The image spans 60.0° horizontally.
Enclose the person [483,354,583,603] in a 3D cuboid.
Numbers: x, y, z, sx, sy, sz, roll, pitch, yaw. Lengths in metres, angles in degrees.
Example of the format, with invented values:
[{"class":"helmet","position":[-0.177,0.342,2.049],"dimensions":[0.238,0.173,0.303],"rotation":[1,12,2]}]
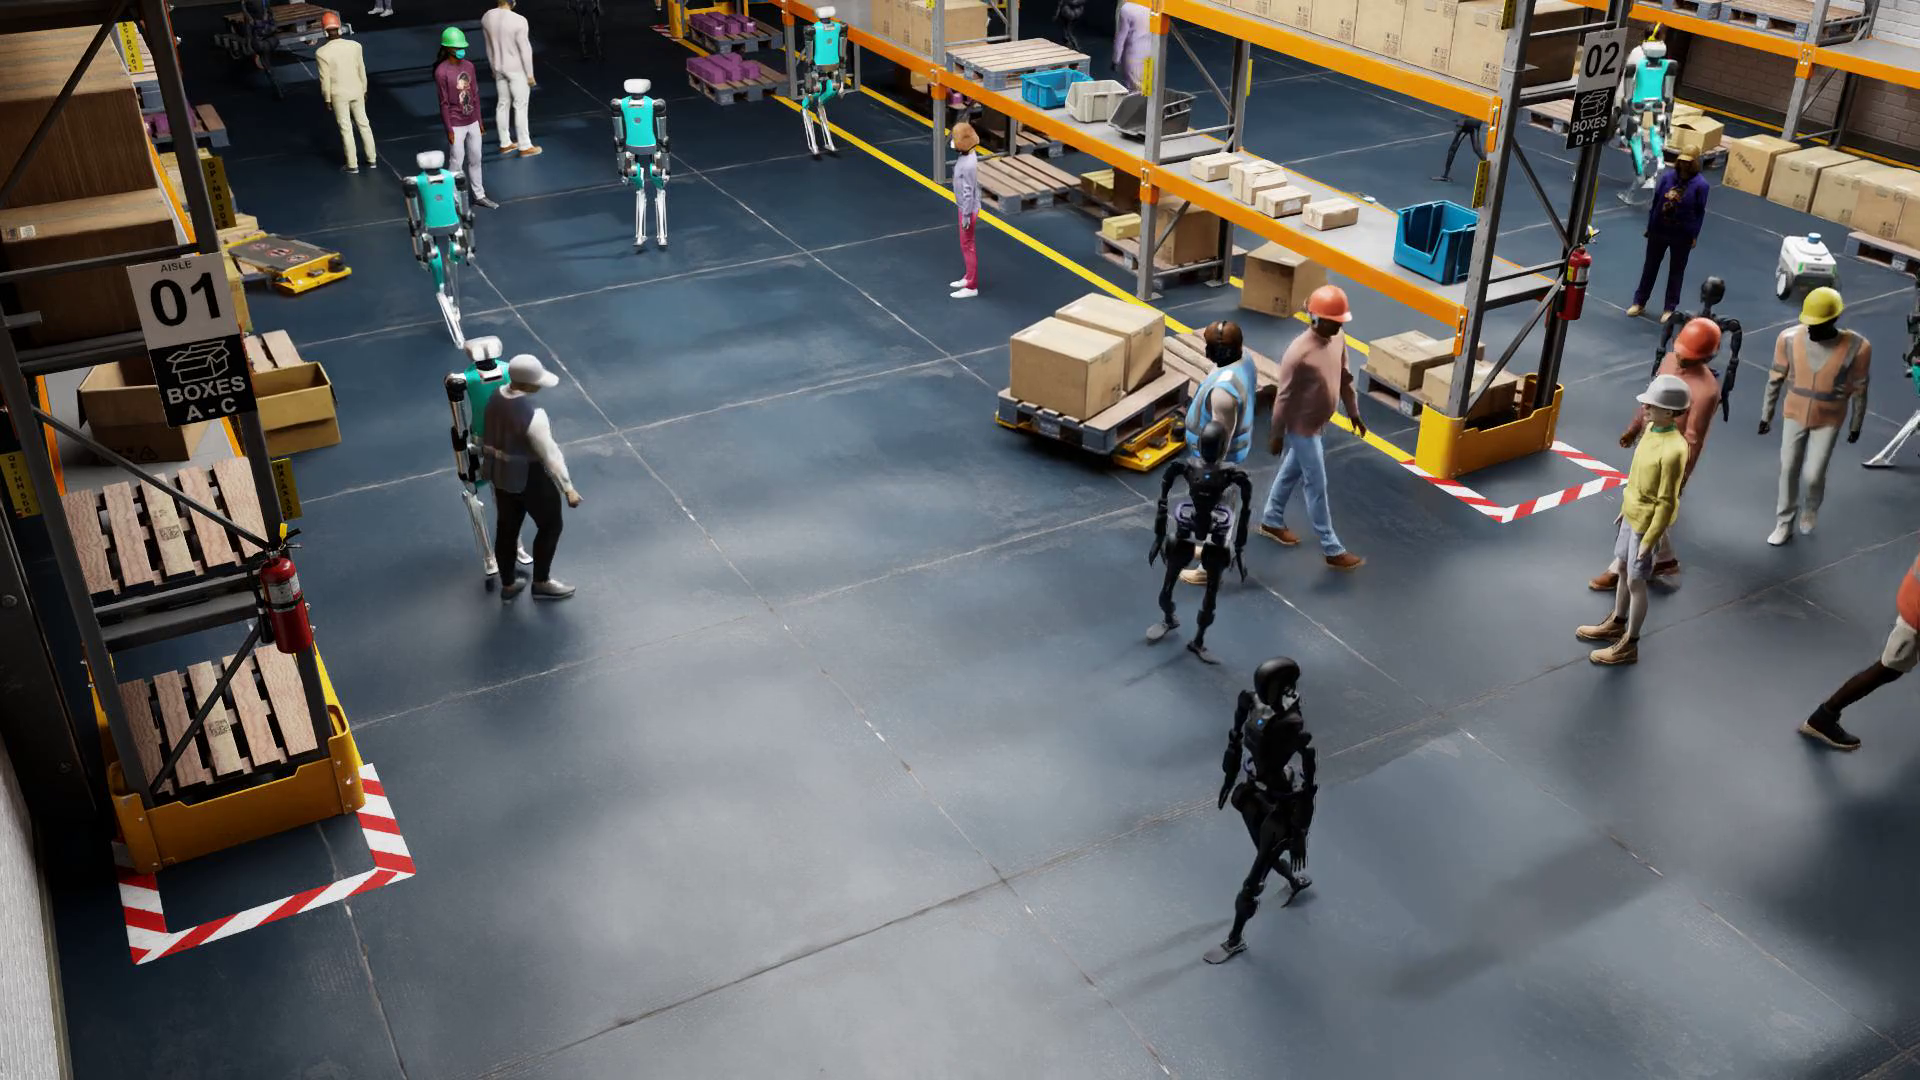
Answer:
[{"class":"person","position":[-2.803,-0.383,10.620],"dimensions":[0.807,1.719,0.449],"rotation":[17,34,27]}]

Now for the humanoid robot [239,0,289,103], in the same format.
[{"class":"humanoid robot","position":[-8.898,-6.415,21.173],"dimensions":[0.449,1.644,0.613],"rotation":[8,31,14]}]

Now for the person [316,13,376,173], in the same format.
[{"class":"person","position":[-6.900,-5.009,18.647],"dimensions":[0.334,1.742,0.560],"rotation":[24,38,35]}]

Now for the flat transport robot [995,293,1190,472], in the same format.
[{"class":"flat transport robot","position":[1.038,-0.916,13.005],"dimensions":[1.431,0.231,0.659],"rotation":[22,36,33]}]

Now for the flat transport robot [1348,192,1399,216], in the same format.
[{"class":"flat transport robot","position":[4.106,-3.266,17.095],"dimensions":[0.659,0.231,1.431],"rotation":[-9,31,-16]}]

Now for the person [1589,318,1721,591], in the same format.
[{"class":"person","position":[4.506,-0.552,10.671],"dimensions":[0.604,1.960,0.712],"rotation":[0,30,-1]}]

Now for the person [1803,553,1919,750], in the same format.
[{"class":"person","position":[5.357,0.381,9.109],"dimensions":[0.974,1.912,0.611],"rotation":[14,33,23]}]

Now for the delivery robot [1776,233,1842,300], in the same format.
[{"class":"delivery robot","position":[7.946,-2.559,15.597],"dimensions":[0.499,0.613,0.816],"rotation":[6,30,10]}]

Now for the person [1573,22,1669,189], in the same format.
[{"class":"person","position":[7.321,-4.732,18.109],"dimensions":[0.981,1.799,0.605],"rotation":[5,30,8]}]

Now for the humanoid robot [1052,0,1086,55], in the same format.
[{"class":"humanoid robot","position":[1.520,-7.290,22.690],"dimensions":[0.381,1.649,0.587],"rotation":[20,35,31]}]

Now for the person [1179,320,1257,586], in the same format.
[{"class":"person","position":[1.670,-0.568,10.826],"dimensions":[0.429,1.838,0.620],"rotation":[9,31,16]}]

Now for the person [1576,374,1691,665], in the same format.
[{"class":"person","position":[4.104,-0.119,9.991],"dimensions":[0.378,1.890,0.485],"rotation":[1,30,2]}]

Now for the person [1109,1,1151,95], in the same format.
[{"class":"person","position":[2.079,-5.865,20.023],"dimensions":[1.017,1.855,0.657],"rotation":[22,36,33]}]

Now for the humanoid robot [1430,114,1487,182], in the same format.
[{"class":"humanoid robot","position":[5.671,-4.716,18.260],"dimensions":[0.773,1.638,0.585],"rotation":[12,32,20]}]

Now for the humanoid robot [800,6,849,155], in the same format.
[{"class":"humanoid robot","position":[-1.614,-5.283,18.999],"dimensions":[0.533,1.677,0.735],"rotation":[-15,33,-24]}]

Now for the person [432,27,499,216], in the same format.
[{"class":"person","position":[-5.182,-4.357,17.323],"dimensions":[0.436,1.942,0.487],"rotation":[18,35,29]}]

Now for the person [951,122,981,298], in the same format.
[{"class":"person","position":[0.050,-3.043,15.345],"dimensions":[0.287,1.628,0.500],"rotation":[-1,30,-3]}]

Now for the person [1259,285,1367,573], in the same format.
[{"class":"person","position":[2.432,-0.742,11.009],"dimensions":[0.944,1.956,0.613],"rotation":[22,36,33]}]

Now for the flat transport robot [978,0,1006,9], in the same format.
[{"class":"flat transport robot","position":[0.168,-8.515,26.233],"dimensions":[1.431,0.231,0.659],"rotation":[-3,30,-6]}]

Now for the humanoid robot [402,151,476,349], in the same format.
[{"class":"humanoid robot","position":[-4.548,-2.621,14.542],"dimensions":[0.529,1.770,0.995],"rotation":[-13,32,-21]}]

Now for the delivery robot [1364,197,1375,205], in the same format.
[{"class":"delivery robot","position":[4.039,-3.084,16.504],"dimensions":[0.499,0.608,0.801],"rotation":[-10,31,-17]}]

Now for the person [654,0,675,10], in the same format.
[{"class":"person","position":[-4.657,-9.145,25.871],"dimensions":[0.560,1.718,0.325],"rotation":[-6,30,-10]}]

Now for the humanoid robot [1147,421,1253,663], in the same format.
[{"class":"humanoid robot","position":[1.446,-0.014,10.028],"dimensions":[0.607,1.645,0.447],"rotation":[7,31,12]}]

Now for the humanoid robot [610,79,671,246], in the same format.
[{"class":"humanoid robot","position":[-3.070,-3.739,16.310],"dimensions":[0.533,1.677,0.735],"rotation":[0,30,-1]}]

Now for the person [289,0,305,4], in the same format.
[{"class":"person","position":[-9.815,-8.394,24.460],"dimensions":[0.429,1.831,0.633],"rotation":[-5,30,-9]}]

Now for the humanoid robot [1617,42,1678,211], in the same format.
[{"class":"humanoid robot","position":[7.207,-4.203,17.284],"dimensions":[0.558,1.760,1.013],"rotation":[-2,30,-4]}]

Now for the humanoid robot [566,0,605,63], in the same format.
[{"class":"humanoid robot","position":[-5.172,-7.454,22.958],"dimensions":[0.599,1.657,0.315],"rotation":[11,32,19]}]

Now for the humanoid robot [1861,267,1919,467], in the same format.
[{"class":"humanoid robot","position":[7.271,-1.314,12.237],"dimensions":[0.912,1.775,0.550],"rotation":[-11,32,-19]}]

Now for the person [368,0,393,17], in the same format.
[{"class":"person","position":[-9.005,-8.888,25.510],"dimensions":[0.506,1.631,0.264],"rotation":[22,36,33]}]

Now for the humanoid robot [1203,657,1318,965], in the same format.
[{"class":"humanoid robot","position":[1.500,1.231,7.907],"dimensions":[0.772,1.634,0.614],"rotation":[-17,34,-28]}]

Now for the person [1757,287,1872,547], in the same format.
[{"class":"person","position":[5.706,-0.820,11.206],"dimensions":[0.621,1.890,0.537],"rotation":[24,38,35]}]

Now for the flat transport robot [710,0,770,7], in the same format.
[{"class":"flat transport robot","position":[-3.262,-8.685,26.528],"dimensions":[1.431,0.231,0.659],"rotation":[-8,31,-13]}]

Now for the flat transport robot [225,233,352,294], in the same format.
[{"class":"flat transport robot","position":[-6.631,-2.694,16.099],"dimensions":[1.431,0.231,0.659],"rotation":[18,35,29]}]

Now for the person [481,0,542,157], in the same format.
[{"class":"person","position":[-5.170,-5.406,19.168],"dimensions":[0.643,1.927,0.390],"rotation":[15,33,24]}]

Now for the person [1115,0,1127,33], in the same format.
[{"class":"person","position":[2.468,-8.063,23.815],"dimensions":[0.570,1.897,0.359],"rotation":[-16,34,-26]}]

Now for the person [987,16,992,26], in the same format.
[{"class":"person","position":[0.181,-8.335,24.360],"dimensions":[0.570,1.820,0.546],"rotation":[8,31,14]}]

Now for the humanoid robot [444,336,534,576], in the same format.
[{"class":"humanoid robot","position":[-3.087,-0.609,10.862],"dimensions":[0.533,1.677,0.735],"rotation":[-17,34,-28]}]

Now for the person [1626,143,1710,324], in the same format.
[{"class":"person","position":[6.334,-2.725,14.790],"dimensions":[0.457,1.623,0.347],"rotation":[22,37,34]}]

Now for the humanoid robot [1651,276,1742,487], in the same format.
[{"class":"humanoid robot","position":[5.204,-1.045,11.875],"dimensions":[0.592,1.647,0.713],"rotation":[14,33,22]}]
